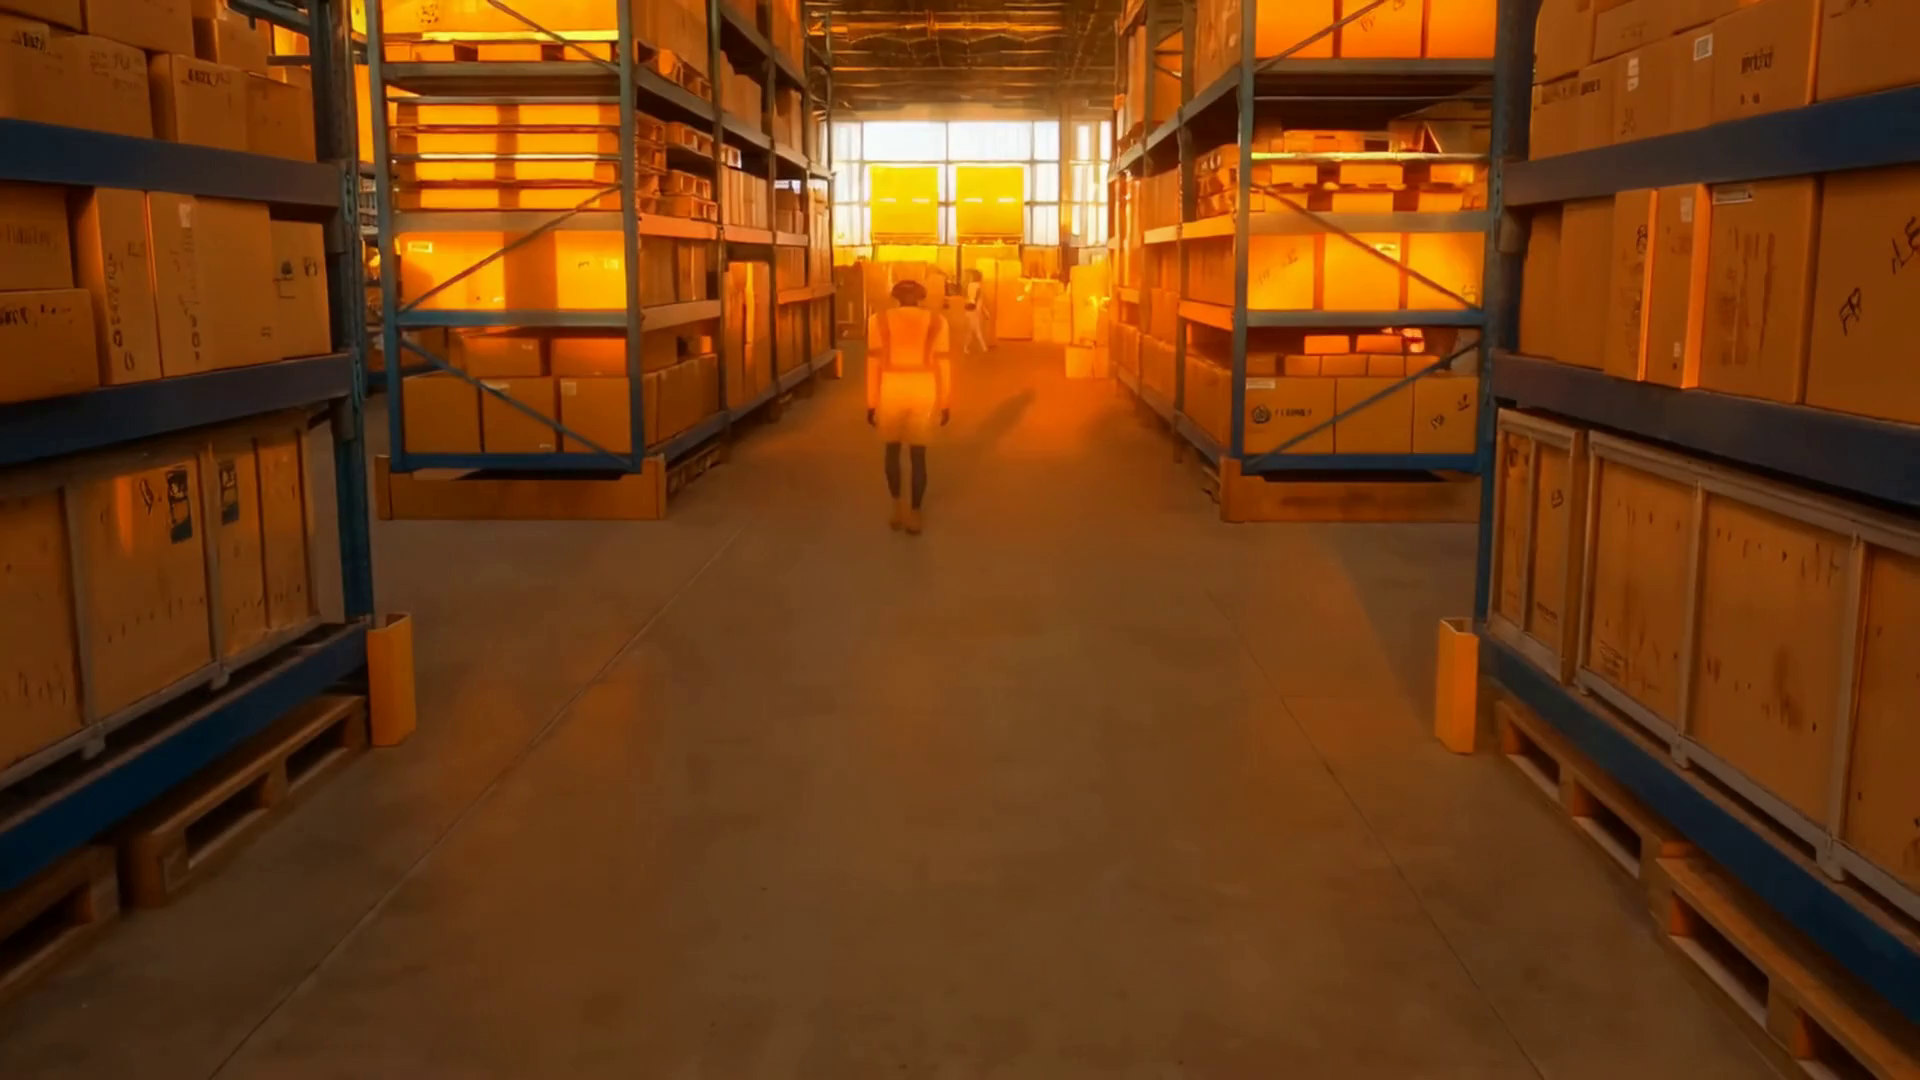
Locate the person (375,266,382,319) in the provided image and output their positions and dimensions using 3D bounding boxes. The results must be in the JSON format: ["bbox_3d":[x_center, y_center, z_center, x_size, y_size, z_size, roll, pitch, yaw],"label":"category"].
[{"bbox_3d":[-20.654,-8.787,59.198,0.350,1.879,0.578,-3,10,-20],"label":"person"}]

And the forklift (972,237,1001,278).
[{"bbox_3d":[0.842,-8.322,53.410,1.129,2.768,1.873,0,9,1],"label":"forklift"}]

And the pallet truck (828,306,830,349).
[{"bbox_3d":[-3.100,-3.940,29.800,1.885,1.965,0.823,3,10,19],"label":"pallet truck"}]

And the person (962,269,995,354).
[{"bbox_3d":[0.402,-5.072,36.979,1.007,1.868,0.600,-6,11,-33],"label":"person"}]

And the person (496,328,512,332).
[{"bbox_3d":[-9.270,-4.439,33.833,0.889,1.653,0.545,2,10,12],"label":"person"}]

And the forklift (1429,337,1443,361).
[{"bbox_3d":[10.176,-4.777,32.179,1.873,2.768,1.129,0,9,1],"label":"forklift"}]

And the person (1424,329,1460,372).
[{"bbox_3d":[7.919,-3.513,27.309,0.634,1.973,0.581,1,9,3],"label":"person"}]

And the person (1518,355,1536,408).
[{"bbox_3d":[6.795,-2.076,19.715,0.310,1.636,0.522,1,10,6],"label":"person"}]

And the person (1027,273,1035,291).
[{"bbox_3d":[2.540,-8.718,59.502,0.309,1.636,0.526,2,10,10],"label":"person"}]

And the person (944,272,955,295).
[{"bbox_3d":[-0.430,-8.314,56.866,0.870,1.697,0.503,-2,10,-12],"label":"person"}]

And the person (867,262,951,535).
[{"bbox_3d":[-0.382,-1.062,12.488,0.630,2.017,0.698,-1,9,-3],"label":"person"}]
